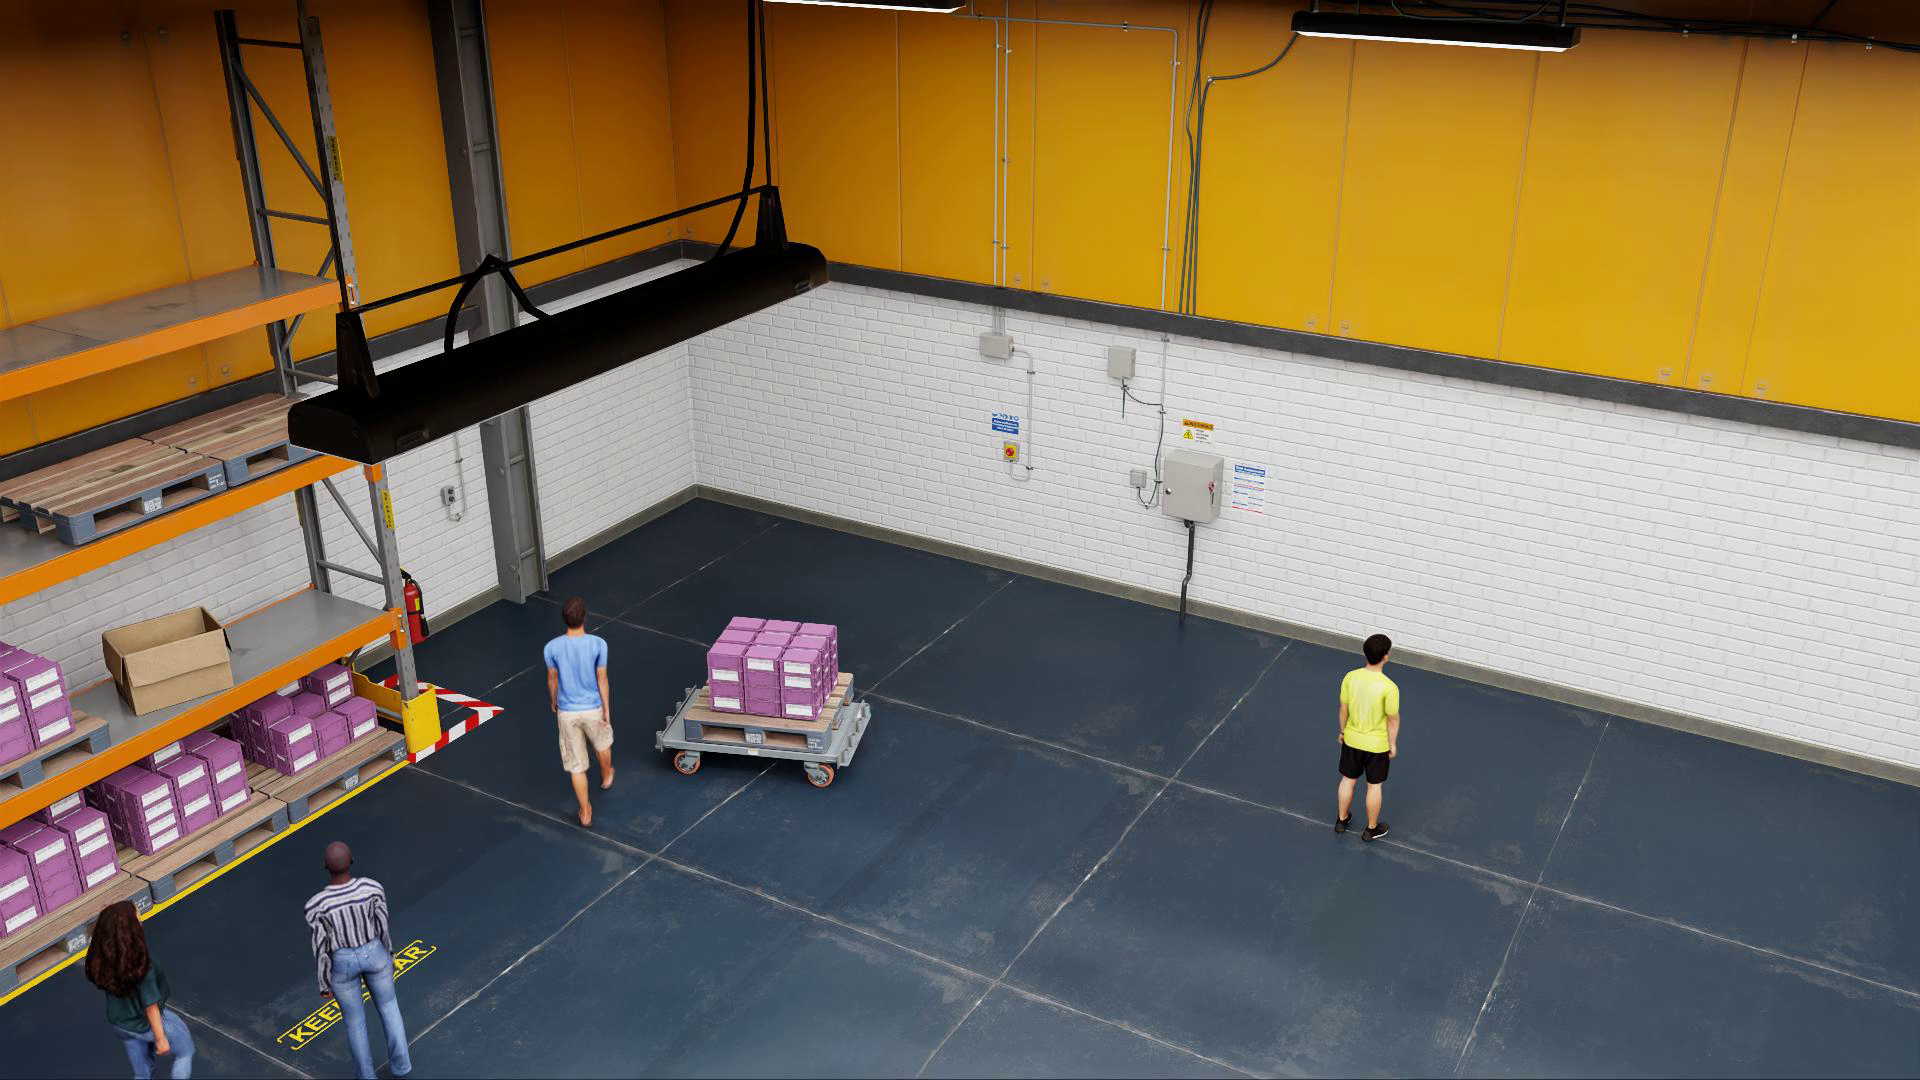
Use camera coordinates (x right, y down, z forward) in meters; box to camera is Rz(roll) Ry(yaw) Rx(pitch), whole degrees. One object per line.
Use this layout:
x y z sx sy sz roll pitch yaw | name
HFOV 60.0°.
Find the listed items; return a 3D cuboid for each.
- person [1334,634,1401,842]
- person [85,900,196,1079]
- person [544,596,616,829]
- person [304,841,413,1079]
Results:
3.122 1.506 12.738 0.643 1.708 0.561 17 29 33 | person
-4.848 2.872 9.739 0.640 1.607 0.674 9 25 20 | person
-2.938 1.369 12.897 1.056 1.832 1.115 -7 24 -15 | person
-3.649 2.608 10.110 0.630 1.795 0.759 -14 27 -30 | person
